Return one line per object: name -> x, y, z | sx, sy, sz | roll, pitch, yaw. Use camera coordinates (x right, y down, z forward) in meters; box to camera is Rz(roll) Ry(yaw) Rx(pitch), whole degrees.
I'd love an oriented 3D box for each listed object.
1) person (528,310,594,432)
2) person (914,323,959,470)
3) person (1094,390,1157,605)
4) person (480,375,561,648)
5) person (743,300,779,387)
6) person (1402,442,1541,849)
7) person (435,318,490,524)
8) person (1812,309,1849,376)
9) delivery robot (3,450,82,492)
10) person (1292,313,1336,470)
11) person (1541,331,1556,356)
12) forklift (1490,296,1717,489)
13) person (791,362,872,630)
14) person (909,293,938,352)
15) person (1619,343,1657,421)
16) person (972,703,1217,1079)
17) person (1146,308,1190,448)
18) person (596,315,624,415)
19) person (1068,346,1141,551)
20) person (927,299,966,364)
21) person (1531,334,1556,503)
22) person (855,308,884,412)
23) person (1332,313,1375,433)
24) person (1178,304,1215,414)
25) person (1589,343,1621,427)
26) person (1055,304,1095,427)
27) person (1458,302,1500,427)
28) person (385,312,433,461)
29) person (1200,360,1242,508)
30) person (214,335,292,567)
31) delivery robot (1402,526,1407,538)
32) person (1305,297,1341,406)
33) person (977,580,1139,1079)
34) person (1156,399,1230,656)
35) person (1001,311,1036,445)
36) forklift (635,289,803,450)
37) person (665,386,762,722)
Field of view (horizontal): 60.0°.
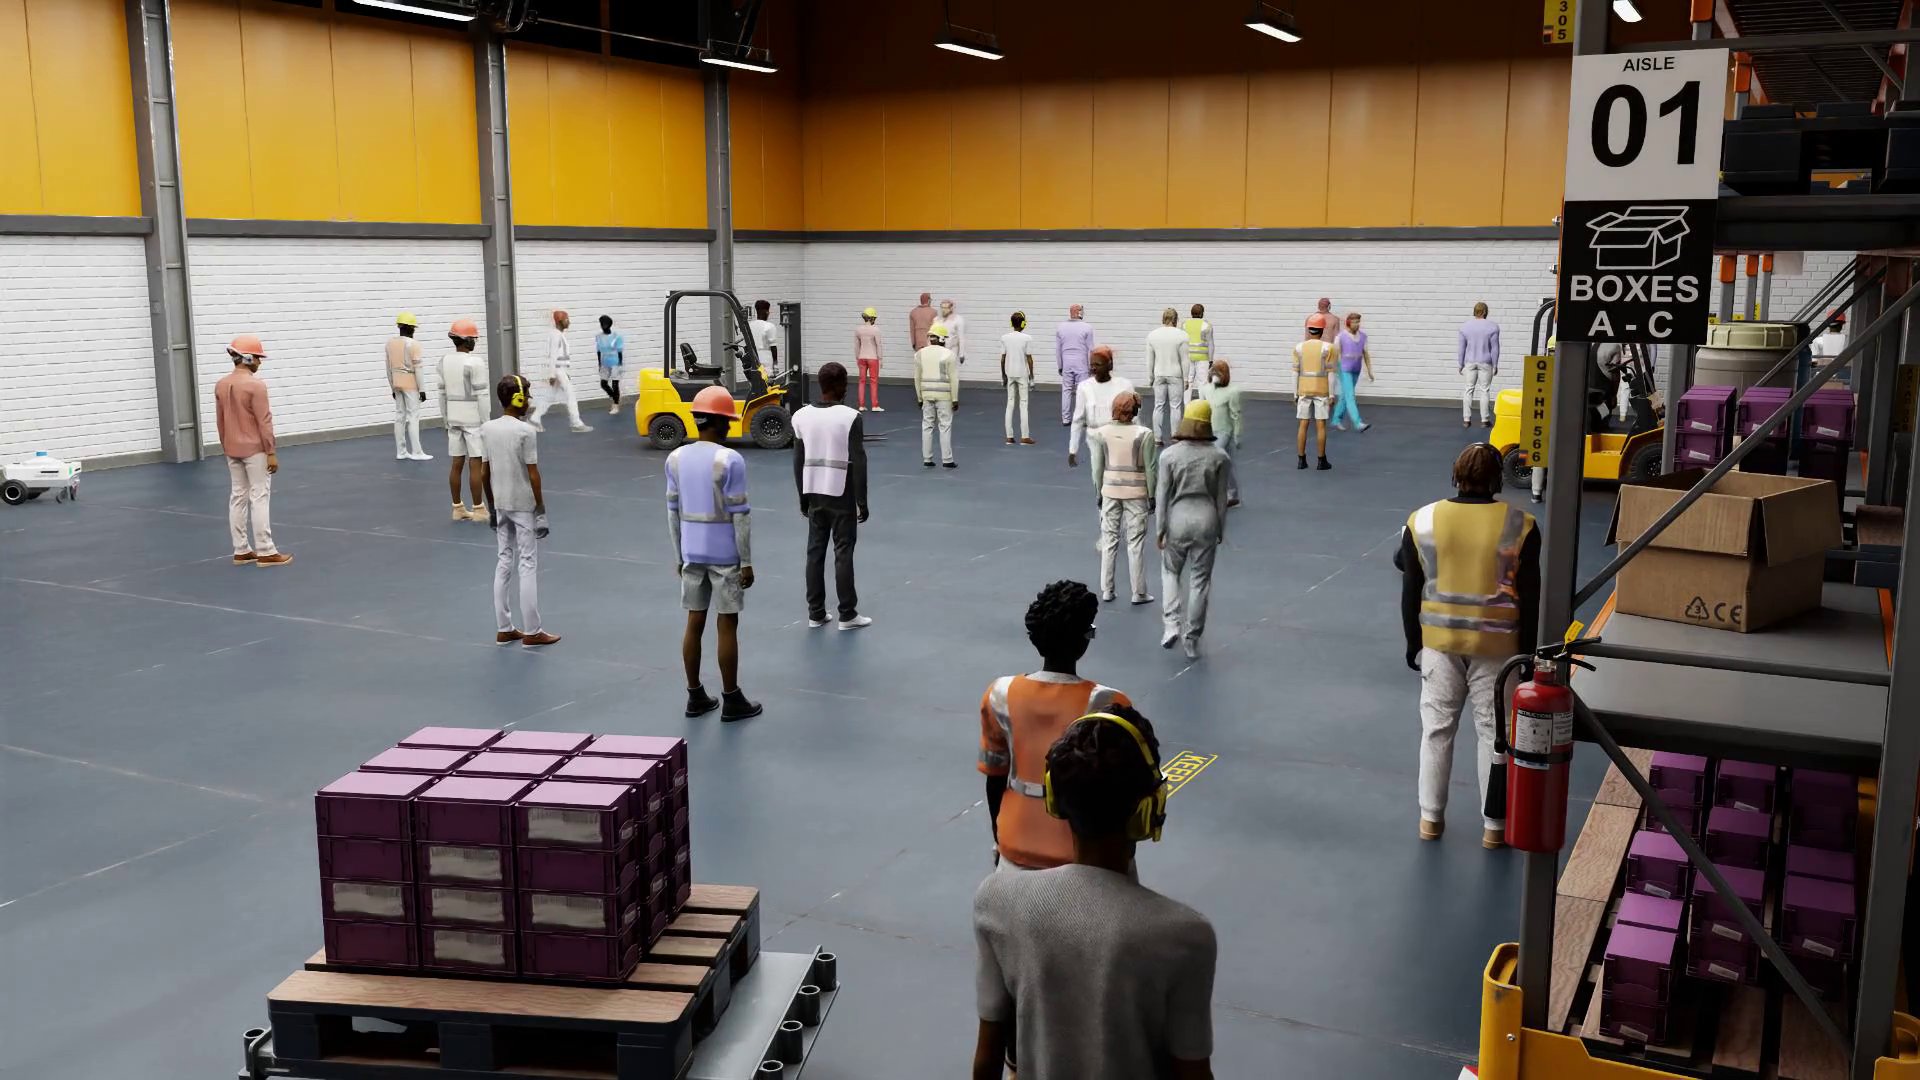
person -> -6.047, -2.513, 24.874 | 0.967, 1.843, 0.580 | -2, 10, -10
person -> -0.270, -1.777, 20.651 | 0.586, 1.823, 0.403 | 5, 11, 27
person -> 1.267, -0.322, 12.751 | 0.512, 1.642, 0.311 | 5, 11, 27
person -> -3.028, -0.195, 11.377 | 0.518, 1.865, 0.326 | 5, 11, 27
person -> -3.084, -2.761, 25.951 | 0.600, 1.958, 0.378 | 5, 11, 27
person -> 2.320, 0.476, 7.549 | 0.619, 1.845, 0.430 | 5, 11, 27
person -> -4.896, -1.179, 16.548 | 0.605, 2.045, 0.380 | 5, 11, 27
person -> 11.769, -2.144, 22.470 | 0.542, 1.928, 0.374 | 5, 11, 27
delivery robot -> -9.898, -0.725, 17.956 | 0.707, 0.478, 0.477 | -2, 10, -10
person -> 4.399, -1.836, 20.651 | 0.542, 1.939, 0.363 | 5, 11, 27
person -> 8.501, -2.317, 23.468 | 0.584, 1.928, 0.372 | 5, 11, 27
forklift -> 7.296, -1.677, 18.993 | 2.313, 2.155, 1.214 | 5, 11, 27
person -> -0.923, -0.309, 11.889 | 0.587, 1.914, 0.390 | 5, 11, 27
person -> -0.660, -3.892, 32.647 | 0.636, 1.911, 0.406 | 5, 11, 27
person -> 10.787, -2.802, 26.546 | 0.619, 1.838, 0.430 | 5, 11, 27
person -> 0.267, 1.224, 3.137 | 0.518, 1.874, 0.326 | 5, 11, 27
person -> 2.873, -2.224, 22.916 | 0.627, 1.934, 0.370 | 5, 11, 27
person -> -5.806, -2.916, 27.683 | 0.542, 1.674, 0.441 | 4, 10, 20
person -> 1.299, -0.813, 14.966 | 0.658, 1.857, 0.675 | 6, 12, 33
person -> -0.290, -3.252, 29.033 | 0.659, 1.875, 0.784 | 8, 13, 39
person -> 6.371, -1.297, 17.839 | 0.586, 1.835, 0.403 | 5, 11, 27
person -> -1.533, -3.041, 28.154 | 0.523, 1.760, 0.327 | 5, 11, 27
person -> 5.892, -2.489, 24.889 | 0.571, 1.782, 0.996 | -6, 11, -30
person -> 3.951, -3.010, 27.730 | 0.619, 1.845, 0.430 | 5, 11, 27
person -> 7.628, -1.793, 20.108 | 0.672, 2.000, 0.536 | 5, 11, 27
person -> 1.808, -2.700, 25.773 | 0.636, 1.902, 0.406 | 5, 11, 27
person -> 8.001, -2.700, 25.676 | 0.627, 1.934, 0.370 | 5, 11, 27
person -> -7.163, -1.985, 21.577 | 0.584, 1.918, 0.381 | 5, 11, 27
person -> 2.632, -1.075, 17.263 | 0.887, 1.580, 0.526 | -6, 11, -30
person -> -6.093, -0.761, 14.297 | 0.609, 1.986, 0.391 | 5, 11, 27
delivery robot -> 4.046, -0.006, 13.790 | 0.707, 0.478, 0.477 | -2, 10, -10
person -> 6.382, -3.298, 29.208 | 0.636, 1.911, 0.406 | 5, 11, 27
person -> 0.313, 0.963, 5.145 | 0.529, 1.697, 0.321 | 5, 11, 27
person -> 1.551, -0.079, 11.134 | 0.493, 1.720, 0.407 | 0, 10, 3
person -> 0.819, -2.275, 23.390 | 0.518, 1.874, 0.326 | 5, 11, 27
forklift -> -3.358, -2.392, 23.136 | 2.313, 2.155, 1.214 | -1, 10, -5
person -> -1.413, 0.082, 9.583 | 0.542, 1.928, 0.374 | 5, 11, 27
